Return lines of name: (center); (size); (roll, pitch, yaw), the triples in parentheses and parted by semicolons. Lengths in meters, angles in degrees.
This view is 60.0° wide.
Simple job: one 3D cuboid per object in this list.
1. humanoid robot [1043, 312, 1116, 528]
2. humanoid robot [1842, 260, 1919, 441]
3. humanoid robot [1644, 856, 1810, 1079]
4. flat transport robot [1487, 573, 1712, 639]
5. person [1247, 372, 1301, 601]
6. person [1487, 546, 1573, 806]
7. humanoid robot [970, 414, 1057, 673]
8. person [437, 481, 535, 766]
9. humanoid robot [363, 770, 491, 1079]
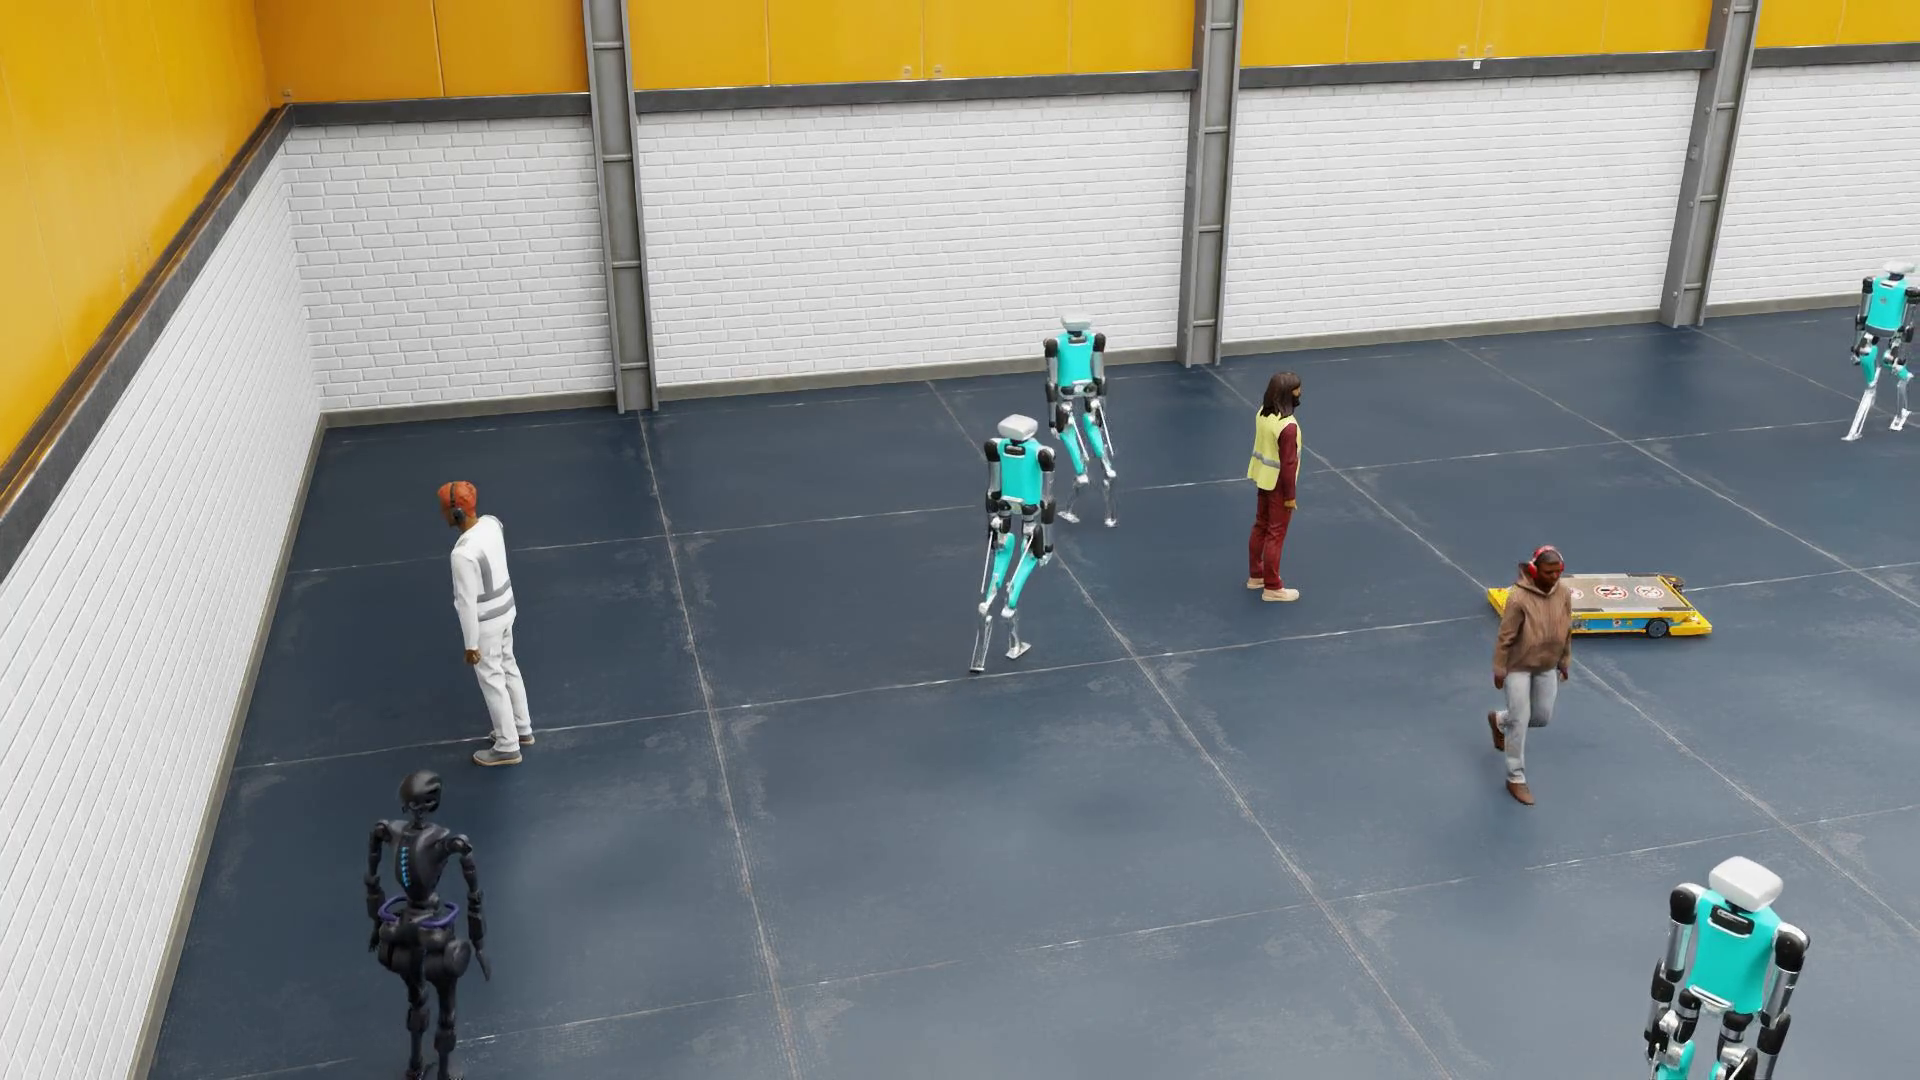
humanoid robot: (1.033, -0.924, 13.670); (0.544, 1.800, 0.818); (-7, 25, -16)
humanoid robot: (8.830, -1.818, 15.682); (0.954, 1.766, 0.541); (-15, 28, -31)
humanoid robot: (2.939, 2.128, 6.693); (0.983, 1.731, 0.539); (-21, 31, -39)
flat transport robot: (4.702, 0.486, 12.255); (1.431, 0.231, 0.659); (-1, 24, -2)
person: (2.349, -0.400, 12.408); (0.378, 1.768, 0.469); (-7, 25, -16)
person: (3.386, 0.737, 9.982); (0.483, 1.632, 0.591); (-6, 25, -14)
humanoid robot: (0.285, 0.129, 11.378); (0.550, 1.888, 0.768); (14, 27, 29)
person: (-2.921, 0.510, 10.220); (0.361, 1.875, 0.569); (3, 24, 7)
humanoid robot: (-2.434, 1.794, 7.546); (0.608, 1.649, 0.344); (5, 24, 11)
